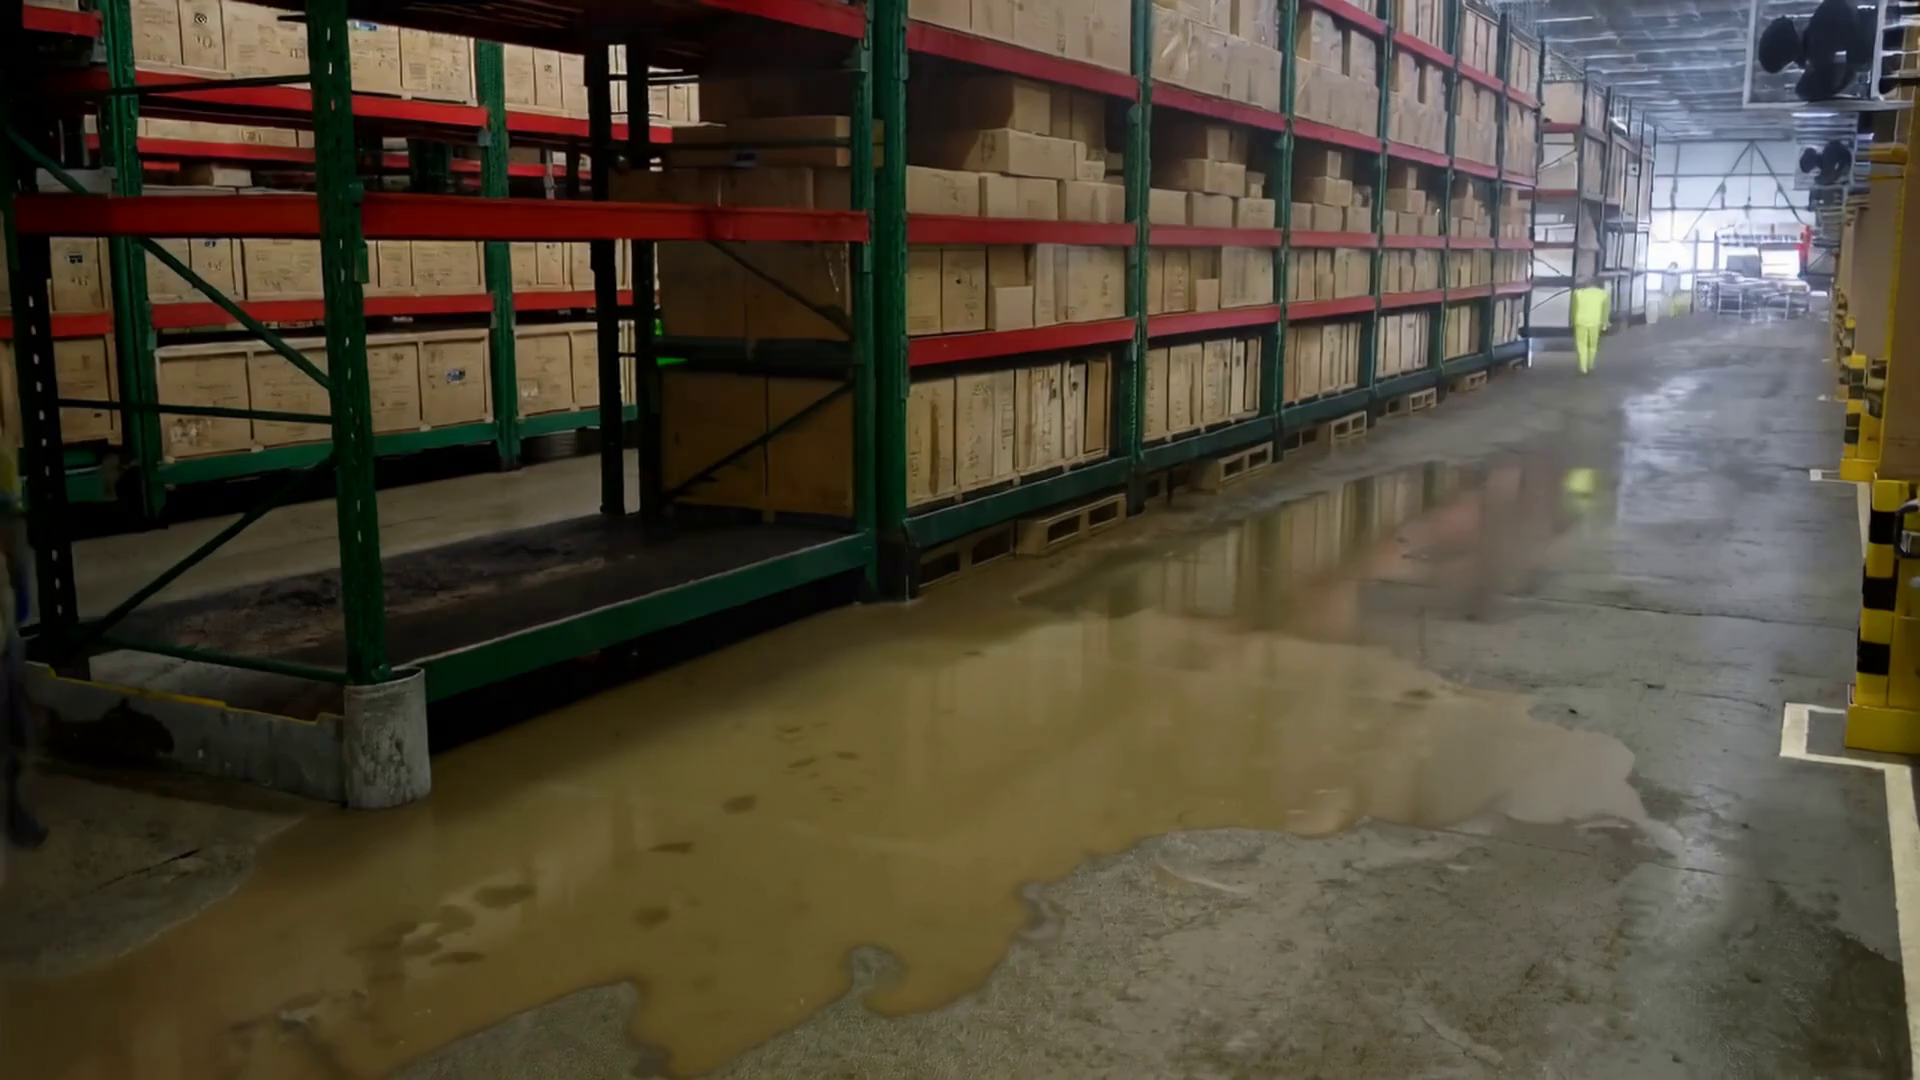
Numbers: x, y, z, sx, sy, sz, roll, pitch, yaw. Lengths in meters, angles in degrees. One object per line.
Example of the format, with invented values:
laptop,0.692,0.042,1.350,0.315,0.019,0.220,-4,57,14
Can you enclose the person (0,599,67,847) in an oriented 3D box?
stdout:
person,-2.534,0.679,4.127,0.877,1.583,0.542,8,13,39

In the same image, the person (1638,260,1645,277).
person,33.711,-12.975,82.196,0.370,1.936,0.627,5,11,28

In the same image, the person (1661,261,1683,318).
person,23.632,-8.308,55.294,0.621,1.888,0.968,8,12,38

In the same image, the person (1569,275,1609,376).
person,11.158,-3.806,29.556,0.626,1.795,0.979,2,10,11

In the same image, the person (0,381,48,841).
person,-3.842,0.154,6.298,0.890,1.909,0.544,4,11,24
